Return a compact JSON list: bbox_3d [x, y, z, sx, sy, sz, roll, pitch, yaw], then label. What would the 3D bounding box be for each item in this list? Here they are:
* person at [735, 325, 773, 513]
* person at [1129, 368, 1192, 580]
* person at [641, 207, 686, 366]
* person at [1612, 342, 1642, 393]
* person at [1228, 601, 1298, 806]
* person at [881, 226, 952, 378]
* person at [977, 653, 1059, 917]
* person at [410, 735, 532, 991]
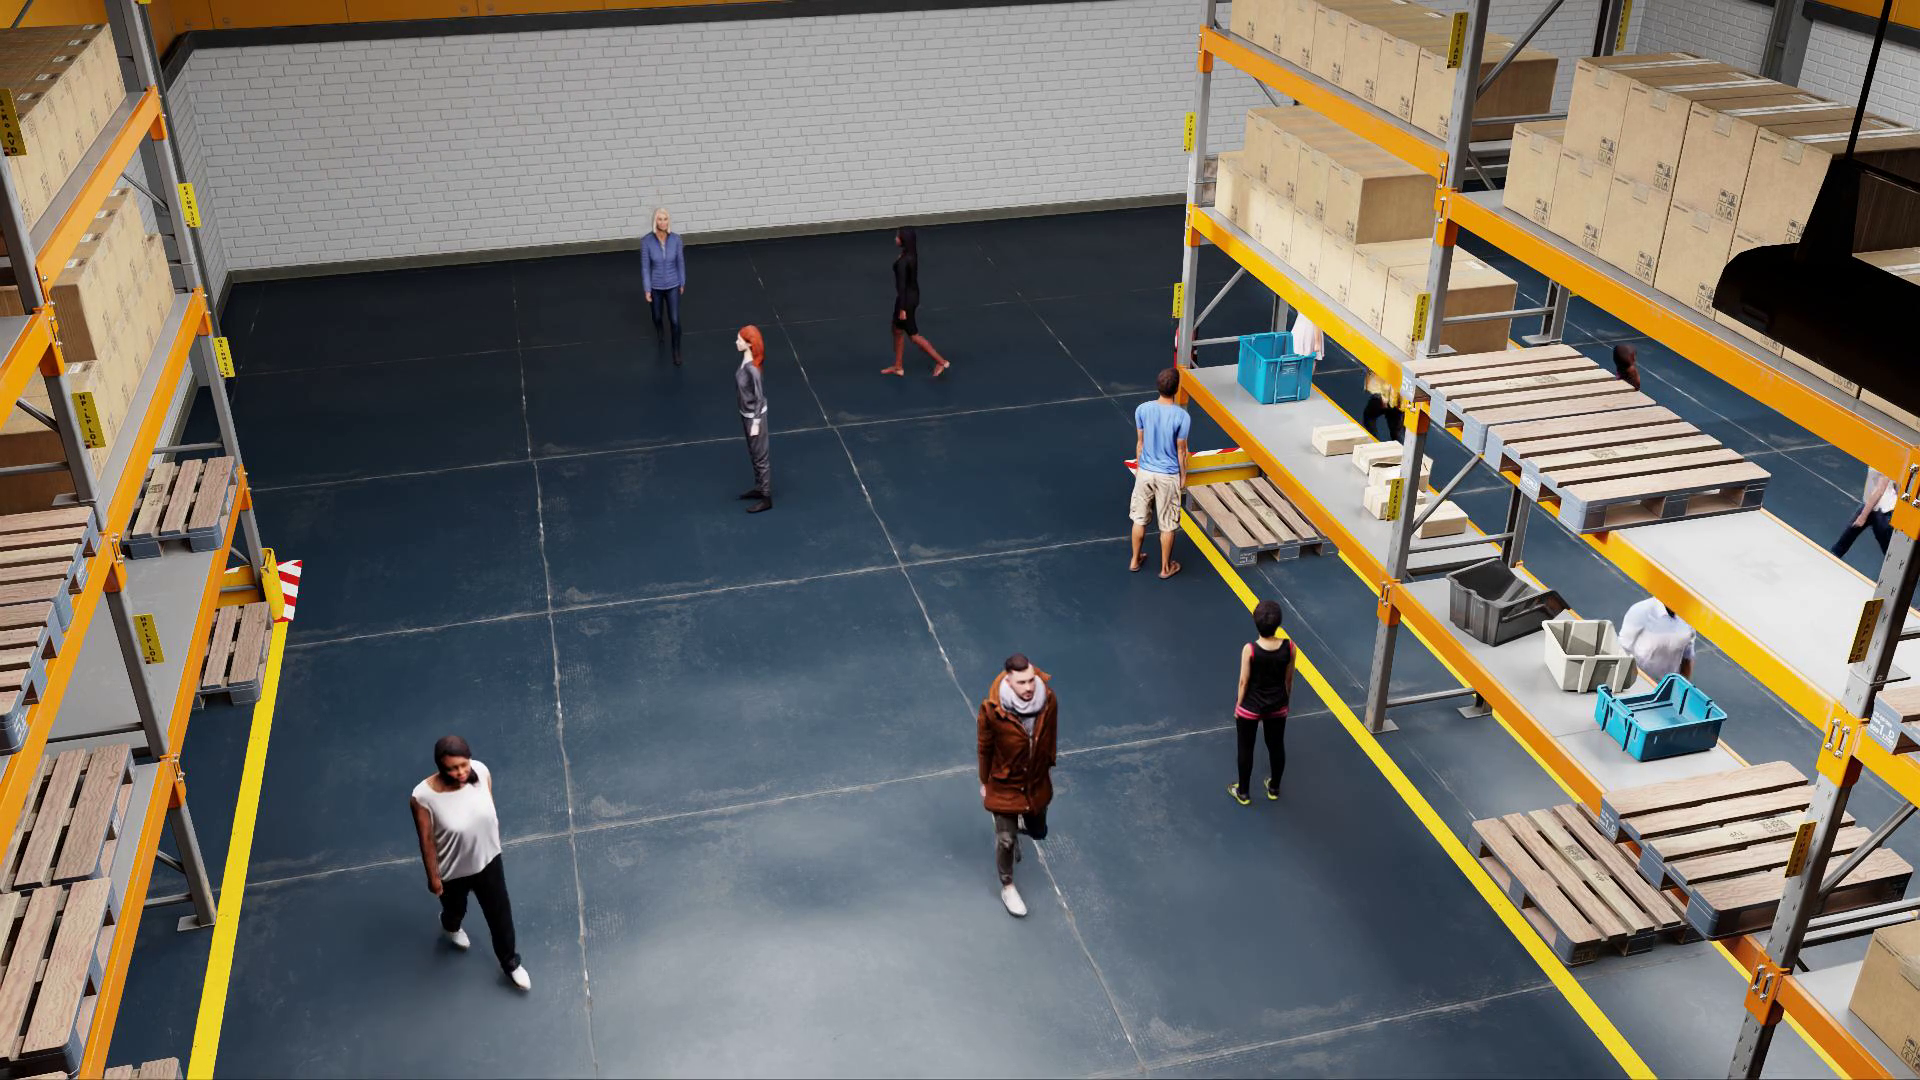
[{"bbox_3d":[-1.867,-1.113,15.093,0.643,1.779,0.440,-8,30,-15],"label":"person"},{"bbox_3d":[1.678,-0.562,13.997,0.725,1.860,0.771,13,31,23],"label":"person"},{"bbox_3d":[-3.272,-2.833,18.305,0.654,1.721,1.035,-6,29,-11],"label":"person"},{"bbox_3d":[5.821,-0.914,14.798,0.653,1.710,0.925,-2,29,-4],"label":"person"},{"bbox_3d":[2.057,1.099,11.276,0.557,1.550,0.530,-4,29,-7],"label":"person"},{"bbox_3d":[-0.478,-2.502,17.722,0.940,1.699,1.051,5,29,8],"label":"person"},{"bbox_3d":[0.320,1.454,10.337,0.784,1.826,0.927,-12,31,-21],"label":"person"},{"bbox_3d":[-2.947,1.837,9.812,0.967,1.657,1.184,-22,36,-35],"label":"person"}]
